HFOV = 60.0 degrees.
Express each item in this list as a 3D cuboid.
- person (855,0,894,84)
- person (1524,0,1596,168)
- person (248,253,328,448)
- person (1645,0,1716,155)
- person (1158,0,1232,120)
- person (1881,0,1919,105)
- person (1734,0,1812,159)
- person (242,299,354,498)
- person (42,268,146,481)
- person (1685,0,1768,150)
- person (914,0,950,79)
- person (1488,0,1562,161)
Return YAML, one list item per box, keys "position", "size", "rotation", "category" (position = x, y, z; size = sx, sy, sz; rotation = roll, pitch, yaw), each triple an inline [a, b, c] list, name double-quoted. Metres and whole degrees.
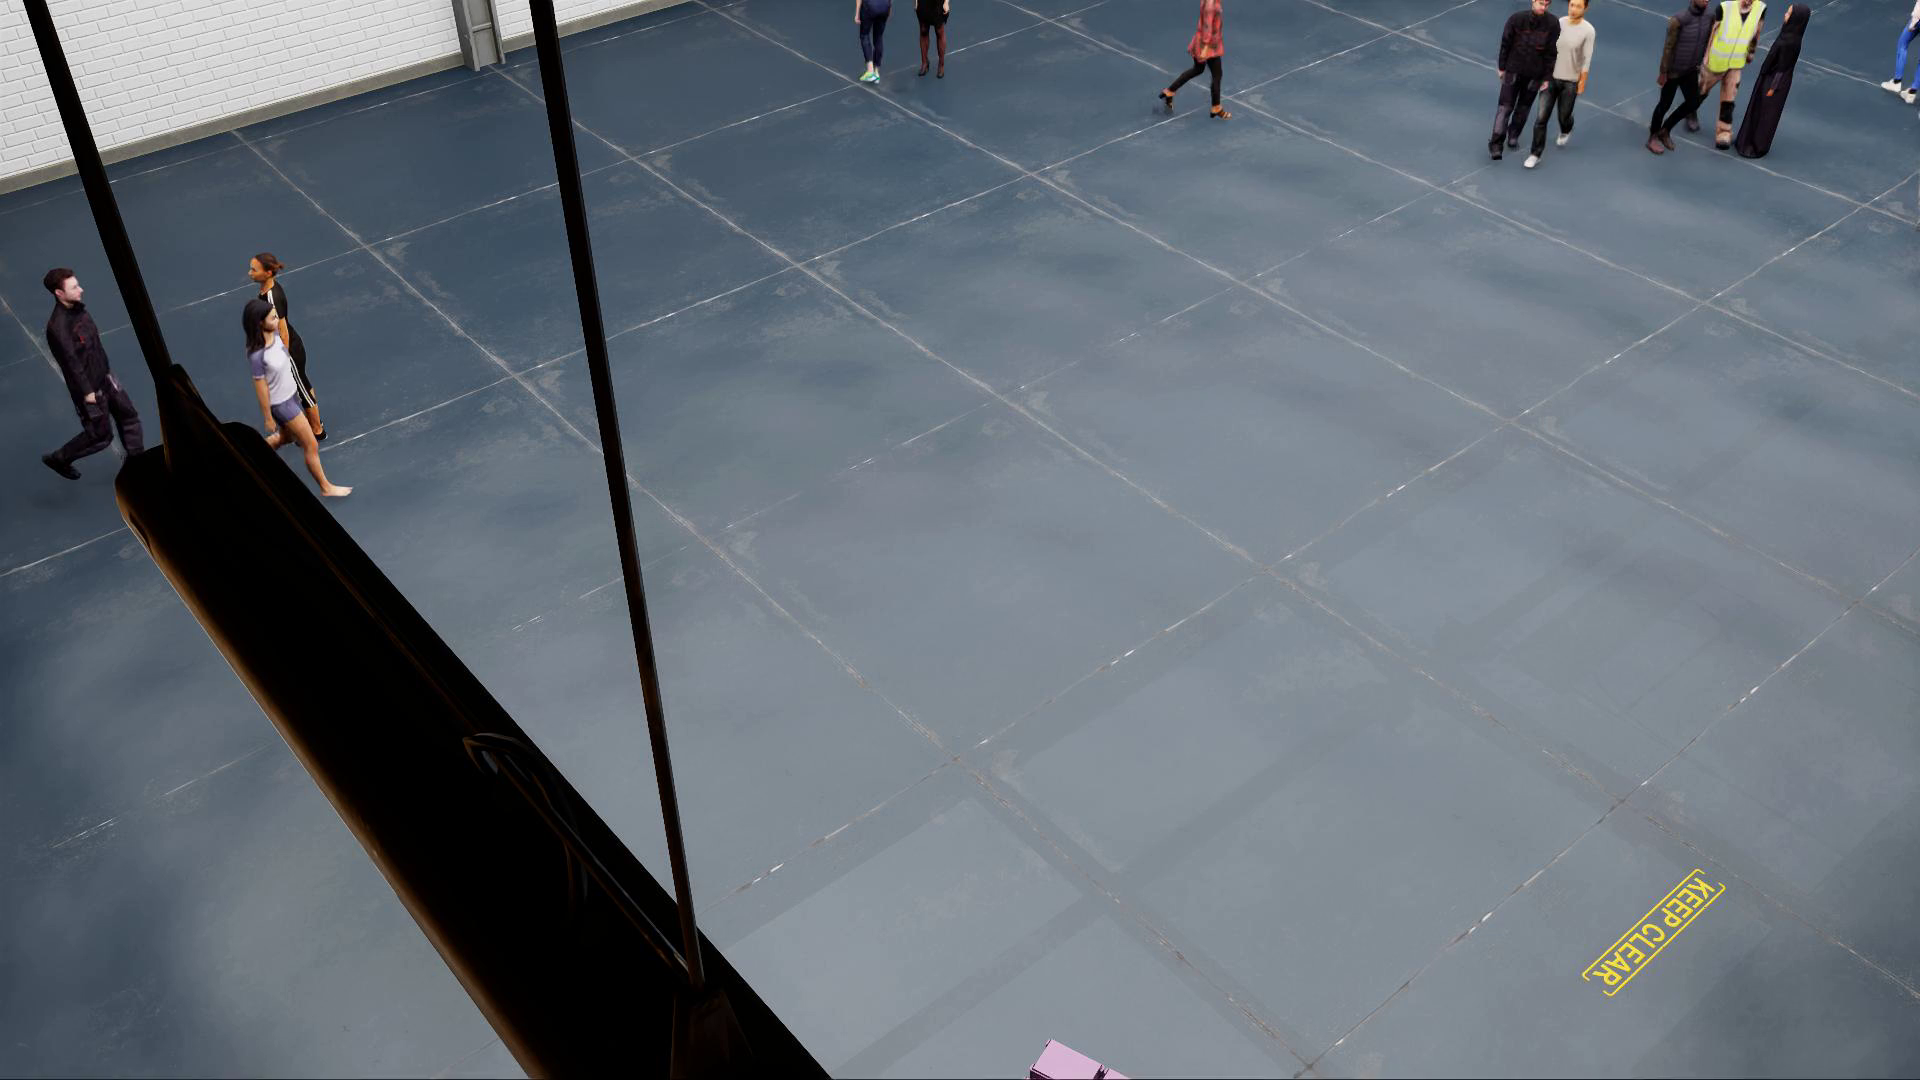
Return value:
- position: [-0.887, -5.904, 18.645]
  size: [0.714, 1.678, 0.814]
  rotation: [-19, 42, -22]
  category: "person"
- position: [6.229, -4.771, 17.137]
  size: [0.821, 1.789, 1.105]
  rotation: [25, 45, 28]
  category: "person"
- position: [-5.332, -1.525, 13.170]
  size: [0.619, 1.667, 0.641]
  rotation: [-15, 41, -18]
  category: "person"
- position: [7.446, -4.933, 17.312]
  size: [0.749, 1.824, 0.890]
  rotation: [-11, 40, -14]
  category: "person"
- position: [2.589, -5.359, 17.962]
  size: [1.103, 1.679, 1.030]
  rotation: [3, 39, 3]
  category: "person"
- position: [10.698, -5.659, 18.280]
  size: [0.827, 1.751, 0.897]
  rotation: [-2, 39, -3]
  category: "person"
- position: [8.491, -4.794, 17.306]
  size: [0.760, 1.615, 0.672]
  rotation: [13, 40, 16]
  category: "person"
- position: [-5.191, -1.033, 12.530]
  size: [1.125, 1.699, 1.008]
  rotation: [0, 39, 1]
  category: "person"
- position: [-6.641, -1.176, 12.561]
  size: [1.211, 1.882, 1.048]
  rotation: [-7, 39, -8]
  category: "person"
- position: [8.055, -5.086, 17.534]
  size: [1.213, 1.787, 1.292]
  rotation: [1, 39, 1]
  category: "person"
- position: [-0.315, -6.104, 18.873]
  size: [0.657, 1.706, 0.670]
  rotation: [11, 40, 13]
  category: "person"
- position: [5.869, -4.873, 17.265]
  size: [1.111, 1.790, 1.242]
  rotation: [10, 40, 12]
  category: "person"
